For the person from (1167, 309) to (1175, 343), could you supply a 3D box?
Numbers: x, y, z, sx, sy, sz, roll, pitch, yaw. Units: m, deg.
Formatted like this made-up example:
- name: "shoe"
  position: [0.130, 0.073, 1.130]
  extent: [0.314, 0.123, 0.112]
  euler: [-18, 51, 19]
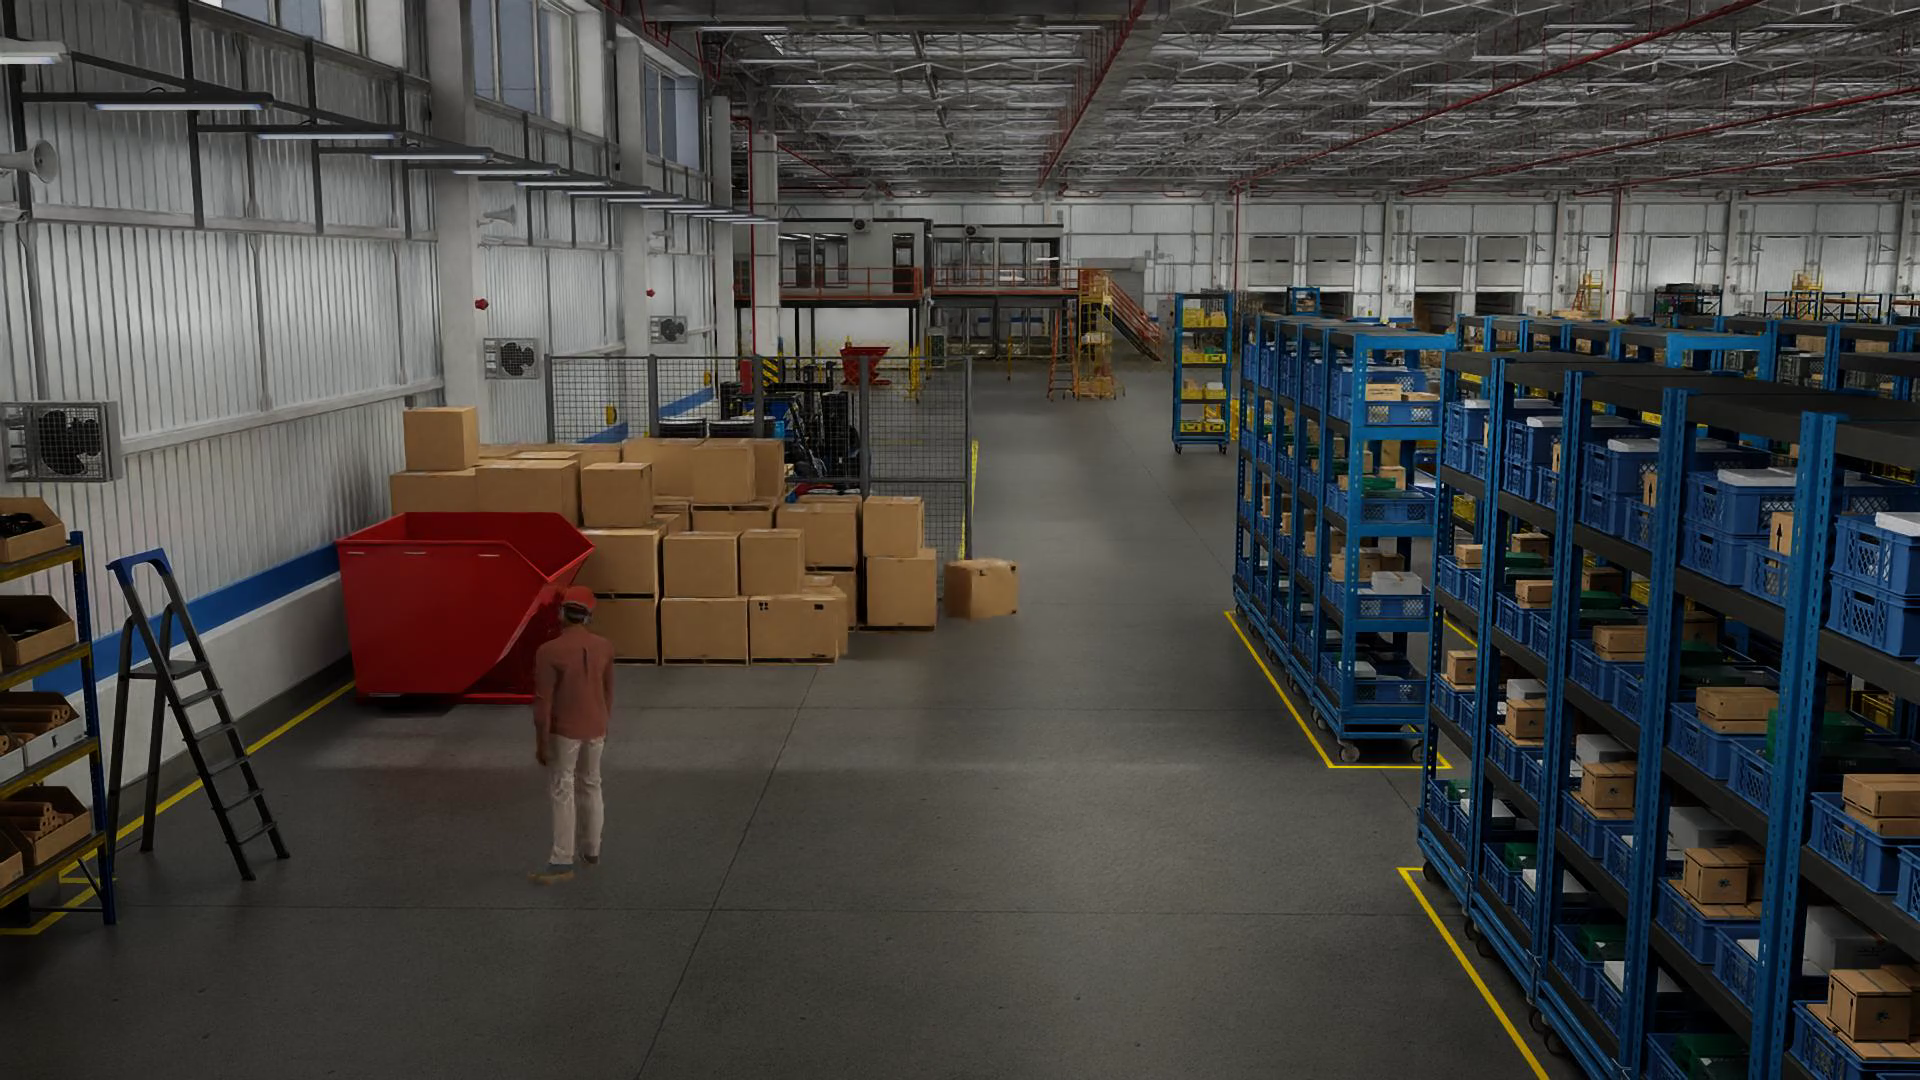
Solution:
- name: "person"
  position: [12.002, -12.181, 94.696]
  extent: [0.455, 1.914, 0.675]
  euler: [4, 10, 21]

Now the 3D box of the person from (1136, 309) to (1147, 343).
- name: "person"
  position: [9.894, -11.582, 90.730]
  extent: [0.609, 1.995, 0.376]
  euler: [1, 9, 5]

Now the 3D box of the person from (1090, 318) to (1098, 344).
- name: "person"
  position: [7.487, -11.713, 92.085]
  extent: [0.846, 1.812, 0.660]
  euler: [-5, 11, -30]

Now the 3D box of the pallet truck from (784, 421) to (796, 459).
- name: "pallet truck"
  position: [-4.013, -1.793, 32.705]
  extent: [1.601, 1.201, 0.680]
  euler: [0, 9, 1]

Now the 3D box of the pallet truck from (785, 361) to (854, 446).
- name: "pallet truck"
  position: [-3.410, -3.193, 38.978]
  extent: [1.885, 1.965, 0.823]
  euler: [0, 9, -1]

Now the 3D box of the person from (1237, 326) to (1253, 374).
- name: "person"
  position: [11.417, -7.571, 65.848]
  extent: [0.763, 2.000, 0.692]
  euler: [3, 10, 19]

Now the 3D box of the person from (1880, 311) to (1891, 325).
- name: "person"
  position: [51.024, -11.693, 91.848]
  extent: [0.752, 1.860, 0.593]
  euler: [-6, 11, -34]

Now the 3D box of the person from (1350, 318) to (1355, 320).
- name: "person"
  position: [17.583, -8.979, 74.705]
  extent: [1.067, 1.977, 0.630]
  euler: [-3, 10, -17]

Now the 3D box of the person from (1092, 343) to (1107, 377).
- name: "person"
  position: [4.868, -6.102, 57.785]
  extent: [0.901, 1.735, 0.528]
  euler: [2, 9, 14]

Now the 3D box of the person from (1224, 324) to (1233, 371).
- name: "person"
  position: [11.027, -7.926, 68.351]
  extent: [0.365, 1.939, 0.542]
  euler: [-1, 9, -5]

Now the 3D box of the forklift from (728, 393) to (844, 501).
- name: "forklift"
  position: [-2.979, -1.316, 26.476]
  extent: [2.680, 1.987, 1.157]
  euler: [0, 9, 1]

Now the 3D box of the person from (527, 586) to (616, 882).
- name: "person"
  position: [-2.695, 1.317, 11.338]
  extent: [0.403, 1.953, 0.804]
  euler: [8, 12, 40]

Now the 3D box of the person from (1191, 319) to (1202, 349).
- name: "person"
  position: [12.416, -10.996, 87.380]
  extent: [0.567, 1.899, 0.883]
  euler: [1, 9, 5]

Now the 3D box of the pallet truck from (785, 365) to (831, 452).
- name: "pallet truck"
  position: [-3.774, -2.976, 37.635]
  extent: [1.885, 1.965, 0.823]
  euler: [1, 9, 5]

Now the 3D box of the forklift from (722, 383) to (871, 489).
- name: "forklift"
  position: [-2.893, -1.687, 28.729]
  extent: [2.680, 1.987, 1.157]
  euler: [0, 9, -1]

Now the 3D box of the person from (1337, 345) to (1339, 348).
- name: "person"
  position: [16.351, -8.635, 72.965]
  extent: [0.646, 1.913, 1.004]
  euler: [3, 10, 17]

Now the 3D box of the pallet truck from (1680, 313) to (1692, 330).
- name: "pallet truck"
  position: [36.315, -10.531, 84.244]
  extent: [0.823, 1.965, 1.885]
  euler: [-6, 11, -33]

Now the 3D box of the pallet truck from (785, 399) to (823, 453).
- name: "pallet truck"
  position: [-3.814, -2.432, 36.419]
  extent: [1.630, 1.274, 0.653]
  euler: [0, 9, 1]

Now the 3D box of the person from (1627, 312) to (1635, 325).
- name: "person"
  position: [35.392, -11.036, 87.541]
  extent: [1.003, 1.925, 0.688]
  euler: [4, 10, 21]

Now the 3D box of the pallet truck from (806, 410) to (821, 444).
- name: "pallet truck"
  position: [-3.559, -2.018, 33.905]
  extent: [1.522, 1.261, 0.704]
  euler: [0, 9, -1]
